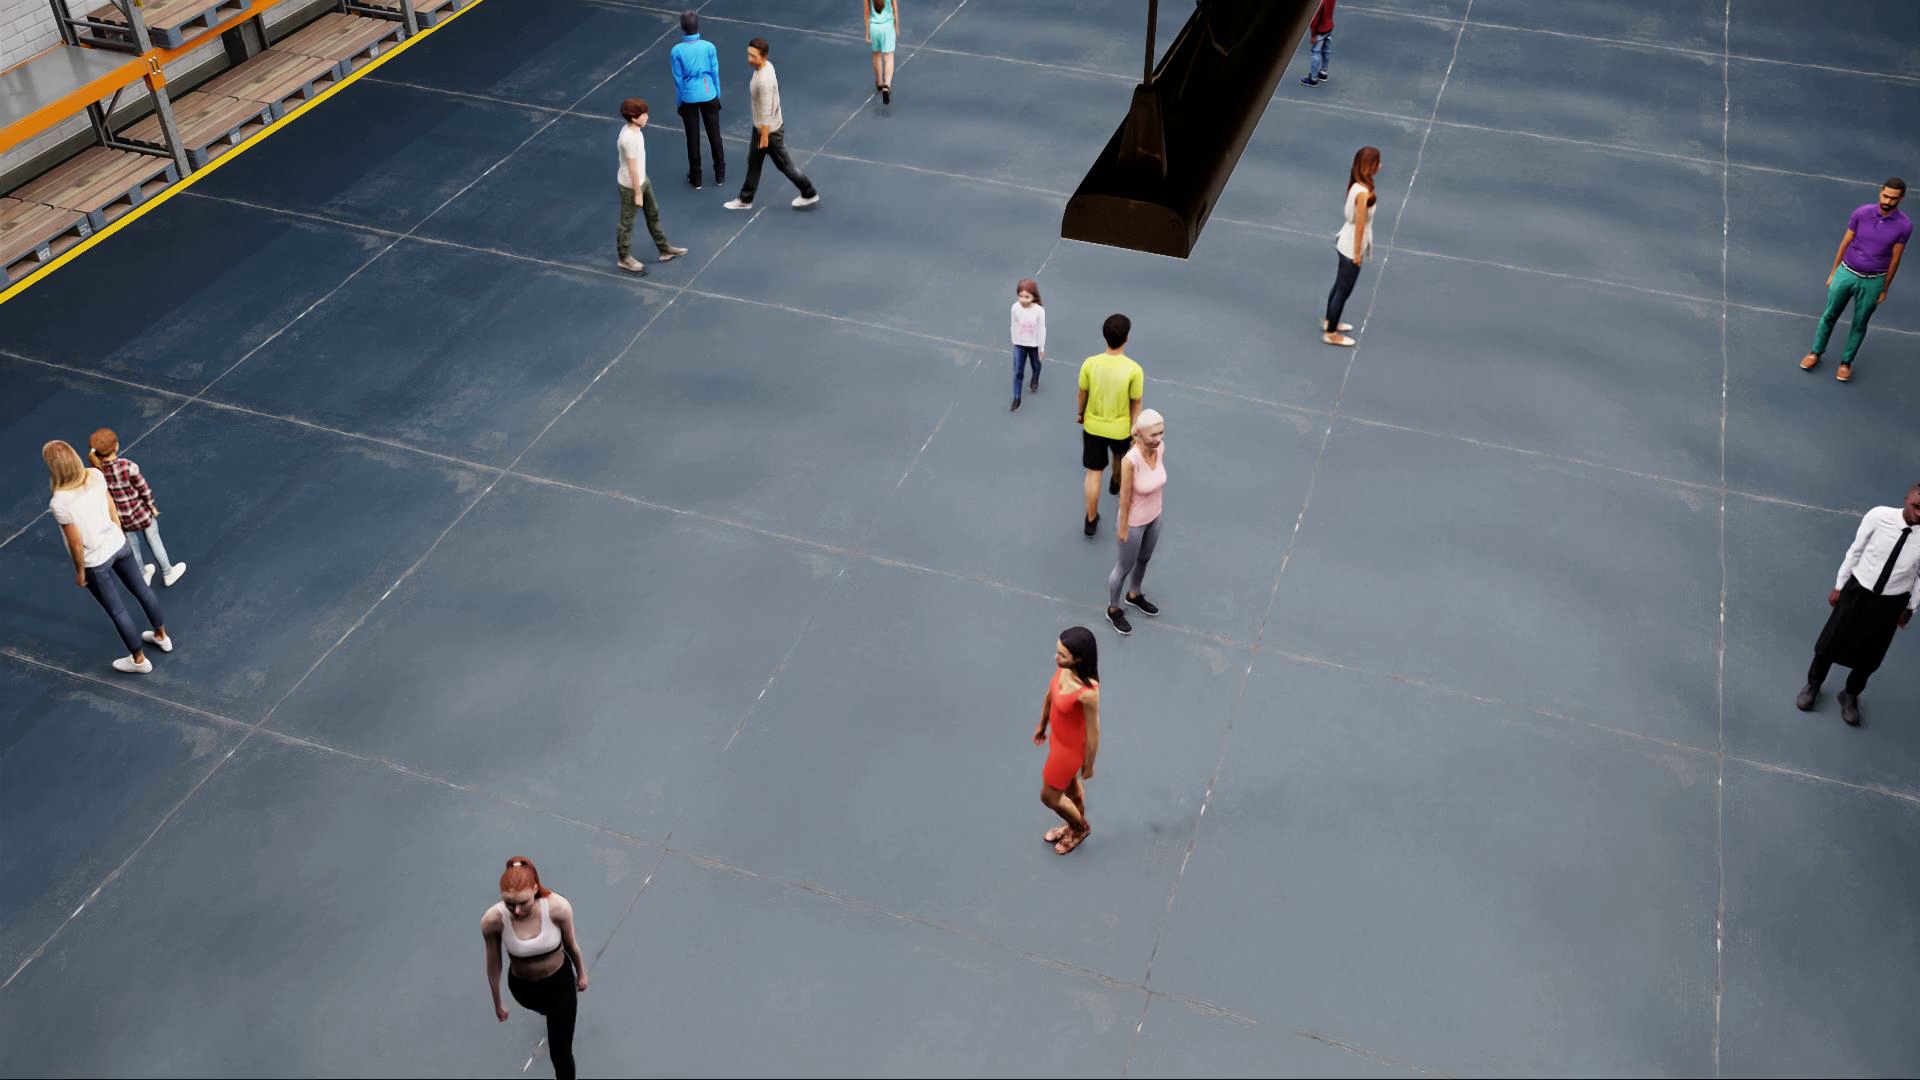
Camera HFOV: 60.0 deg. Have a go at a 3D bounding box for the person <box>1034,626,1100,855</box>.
[{"bbox_3d":[0.715,1.138,9.544,0.765,1.706,0.686,-10,40,-13],"label":"person"}]

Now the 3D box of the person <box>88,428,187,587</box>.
[{"bbox_3d":[-5.777,-0.220,11.566,0.591,1.305,0.605,0,39,0],"label":"person"}]

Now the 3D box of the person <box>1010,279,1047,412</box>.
[{"bbox_3d":[0.573,-1.637,13.514,0.497,1.089,0.792,9,40,12],"label":"person"}]

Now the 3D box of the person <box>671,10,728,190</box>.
[{"bbox_3d":[-2.561,-4.314,16.296,0.698,1.800,0.736,-11,40,-14],"label":"person"}]

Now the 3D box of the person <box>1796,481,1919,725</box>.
[{"bbox_3d":[5.740,0.359,10.421,0.678,1.829,0.603,22,43,25],"label":"person"}]

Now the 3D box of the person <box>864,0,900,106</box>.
[{"bbox_3d":[-0.842,-5.486,17.974,0.761,1.538,1.046,0,39,0],"label":"person"}]

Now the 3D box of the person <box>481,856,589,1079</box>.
[{"bbox_3d":[-2.086,2.143,8.291,1.021,1.701,1.260,-6,39,-8],"label":"person"}]

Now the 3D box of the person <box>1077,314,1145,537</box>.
[{"bbox_3d":[1.054,-0.793,11.997,0.725,1.664,1.101,9,39,11],"label":"person"}]

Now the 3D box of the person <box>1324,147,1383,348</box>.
[{"bbox_3d":[3.291,-2.479,14.012,0.686,1.783,0.533,5,39,6],"label":"person"}]

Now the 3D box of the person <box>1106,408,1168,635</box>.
[{"bbox_3d":[1.200,-0.161,11.157,0.577,1.724,0.690,-30,47,-32],"label":"person"}]

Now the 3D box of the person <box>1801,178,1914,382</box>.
[{"bbox_3d":[7.383,-2.156,13.621,0.678,1.767,0.645,25,45,28],"label":"person"}]

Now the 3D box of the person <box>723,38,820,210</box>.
[{"bbox_3d":[-1.722,-3.920,15.840,1.163,1.753,1.224,-7,39,-8],"label":"person"}]

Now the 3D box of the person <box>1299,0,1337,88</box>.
[{"bbox_3d":[4.015,-5.665,18.426,0.628,1.252,0.524,30,48,32],"label":"person"}]

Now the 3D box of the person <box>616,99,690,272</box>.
[{"bbox_3d":[-3.001,-3.212,15.050,0.815,1.633,0.897,4,39,5],"label":"person"}]

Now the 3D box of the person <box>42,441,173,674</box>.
[{"bbox_3d":[-5.527,0.102,10.762,0.661,1.806,0.435,12,40,14],"label":"person"}]
